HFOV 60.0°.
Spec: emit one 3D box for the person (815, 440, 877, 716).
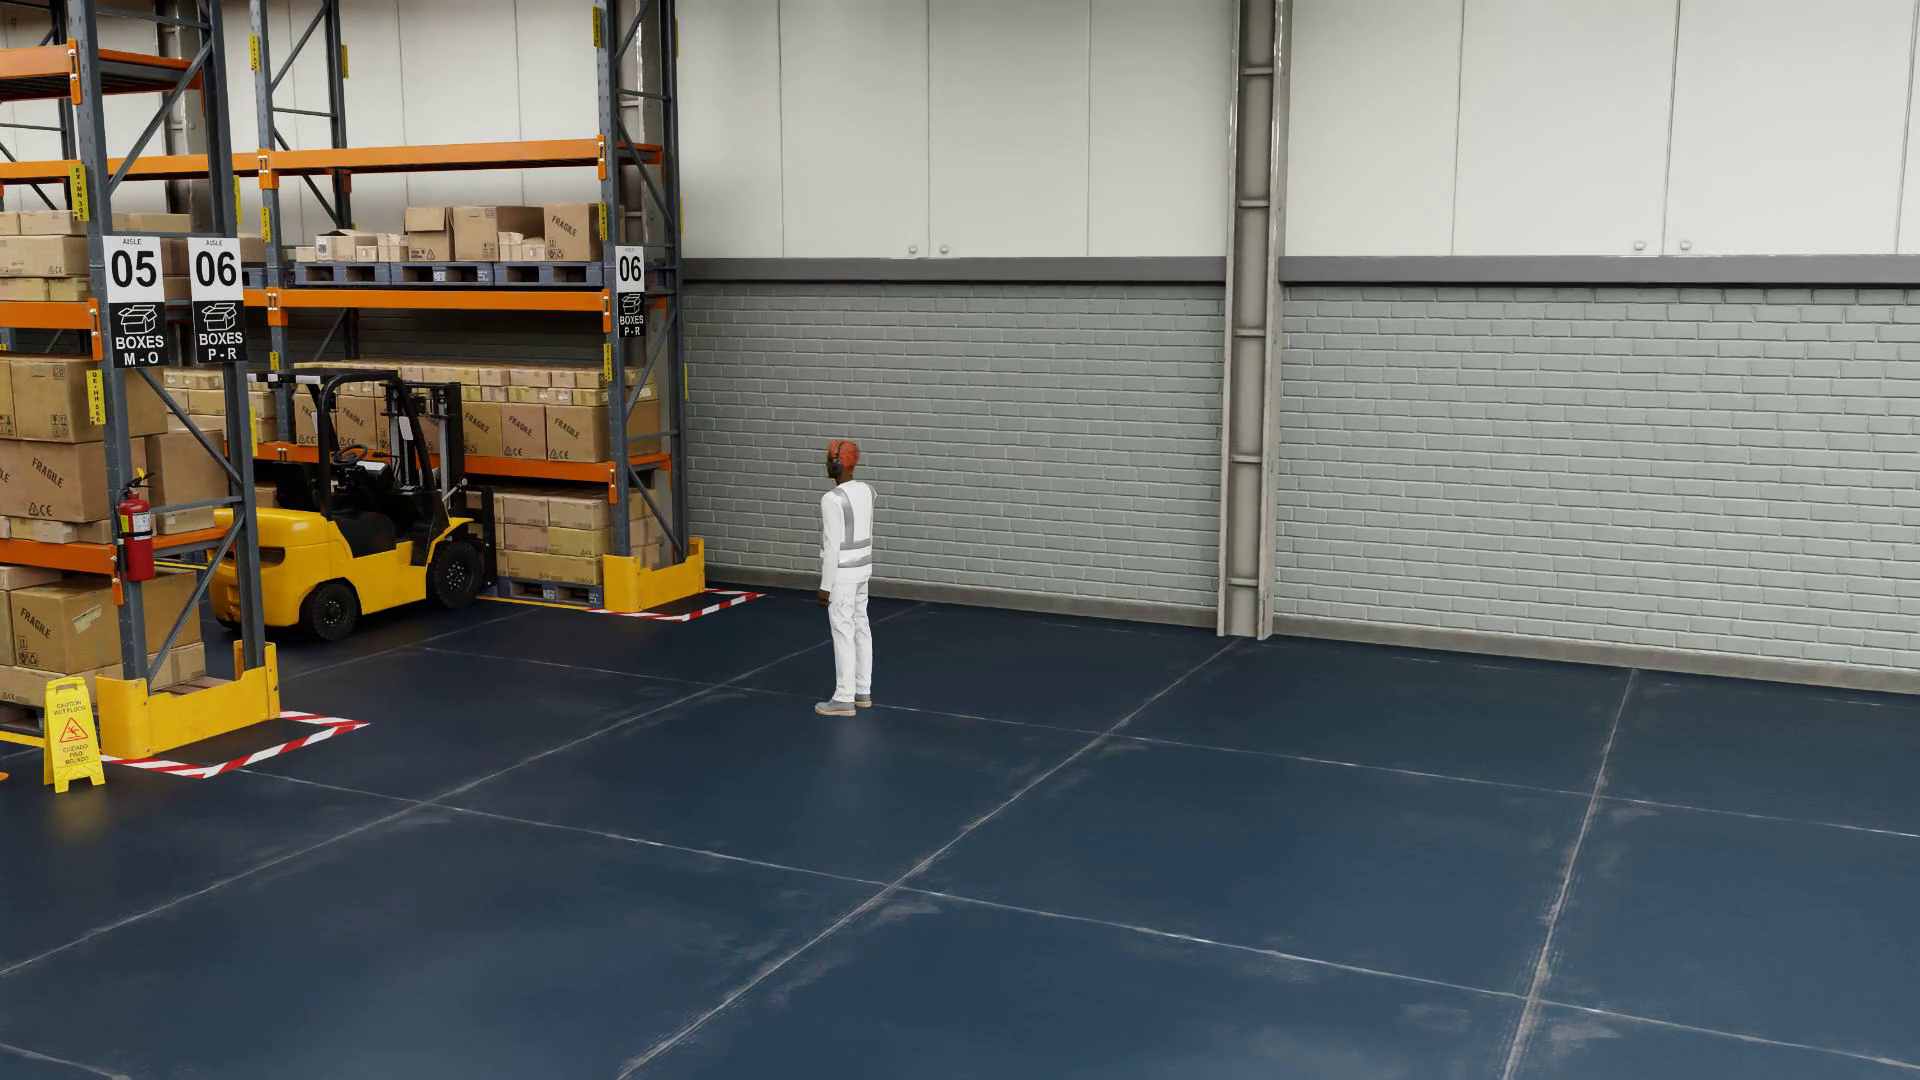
[{"bbox_3d":[-0.784,0.255,11.342,0.355,1.885,0.574,4,10,25],"label":"person"}]
